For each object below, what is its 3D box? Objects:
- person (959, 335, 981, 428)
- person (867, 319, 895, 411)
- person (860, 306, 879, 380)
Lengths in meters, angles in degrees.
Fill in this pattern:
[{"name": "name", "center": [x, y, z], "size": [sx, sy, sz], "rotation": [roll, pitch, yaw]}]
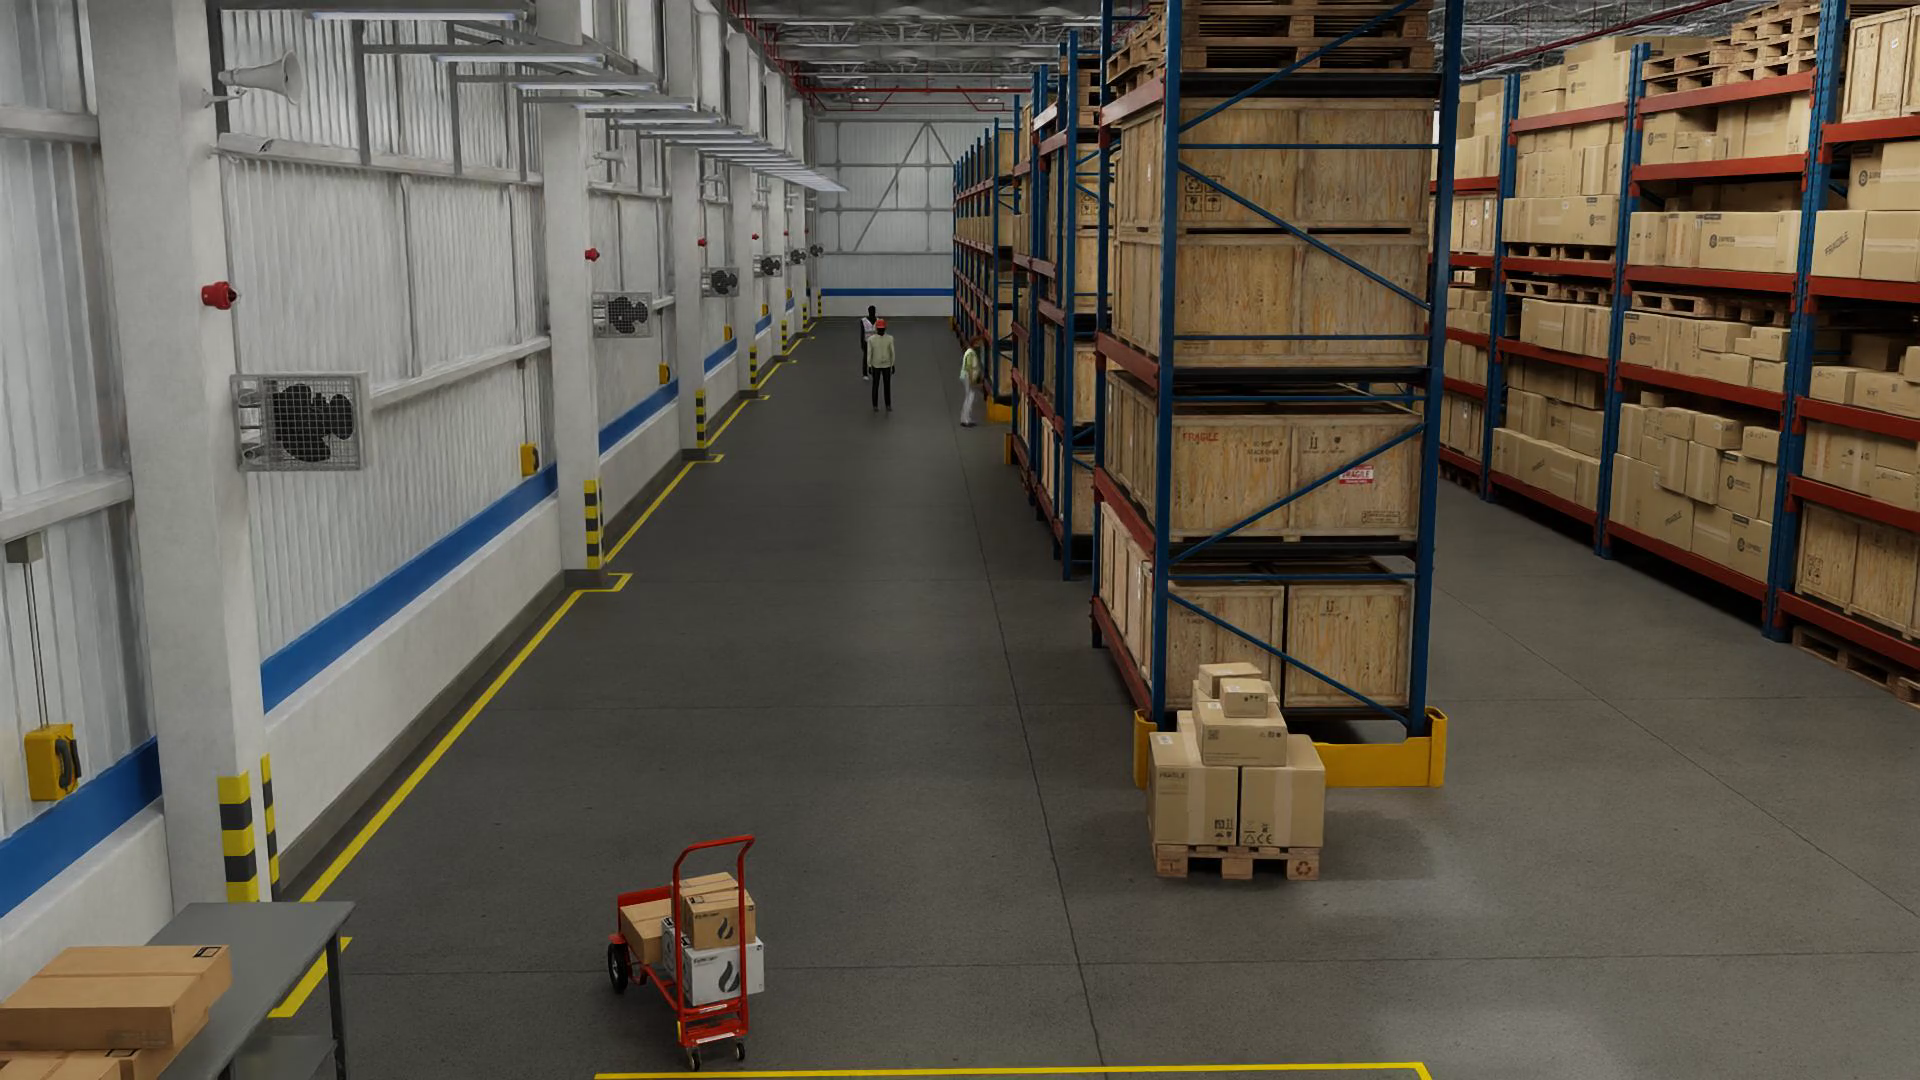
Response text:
[{"name": "person", "center": [0.217, -3.141, 32.958], "size": [0.429, 1.824, 0.653], "rotation": [3, 11, 13]}, {"name": "person", "center": [-1.692, -3.751, 35.705], "size": [0.618, 1.986, 0.410], "rotation": [-3, 11, -15]}, {"name": "person", "center": [-2.285, -5.067, 42.756], "size": [0.587, 1.911, 0.397], "rotation": [-6, 12, -28]}]
